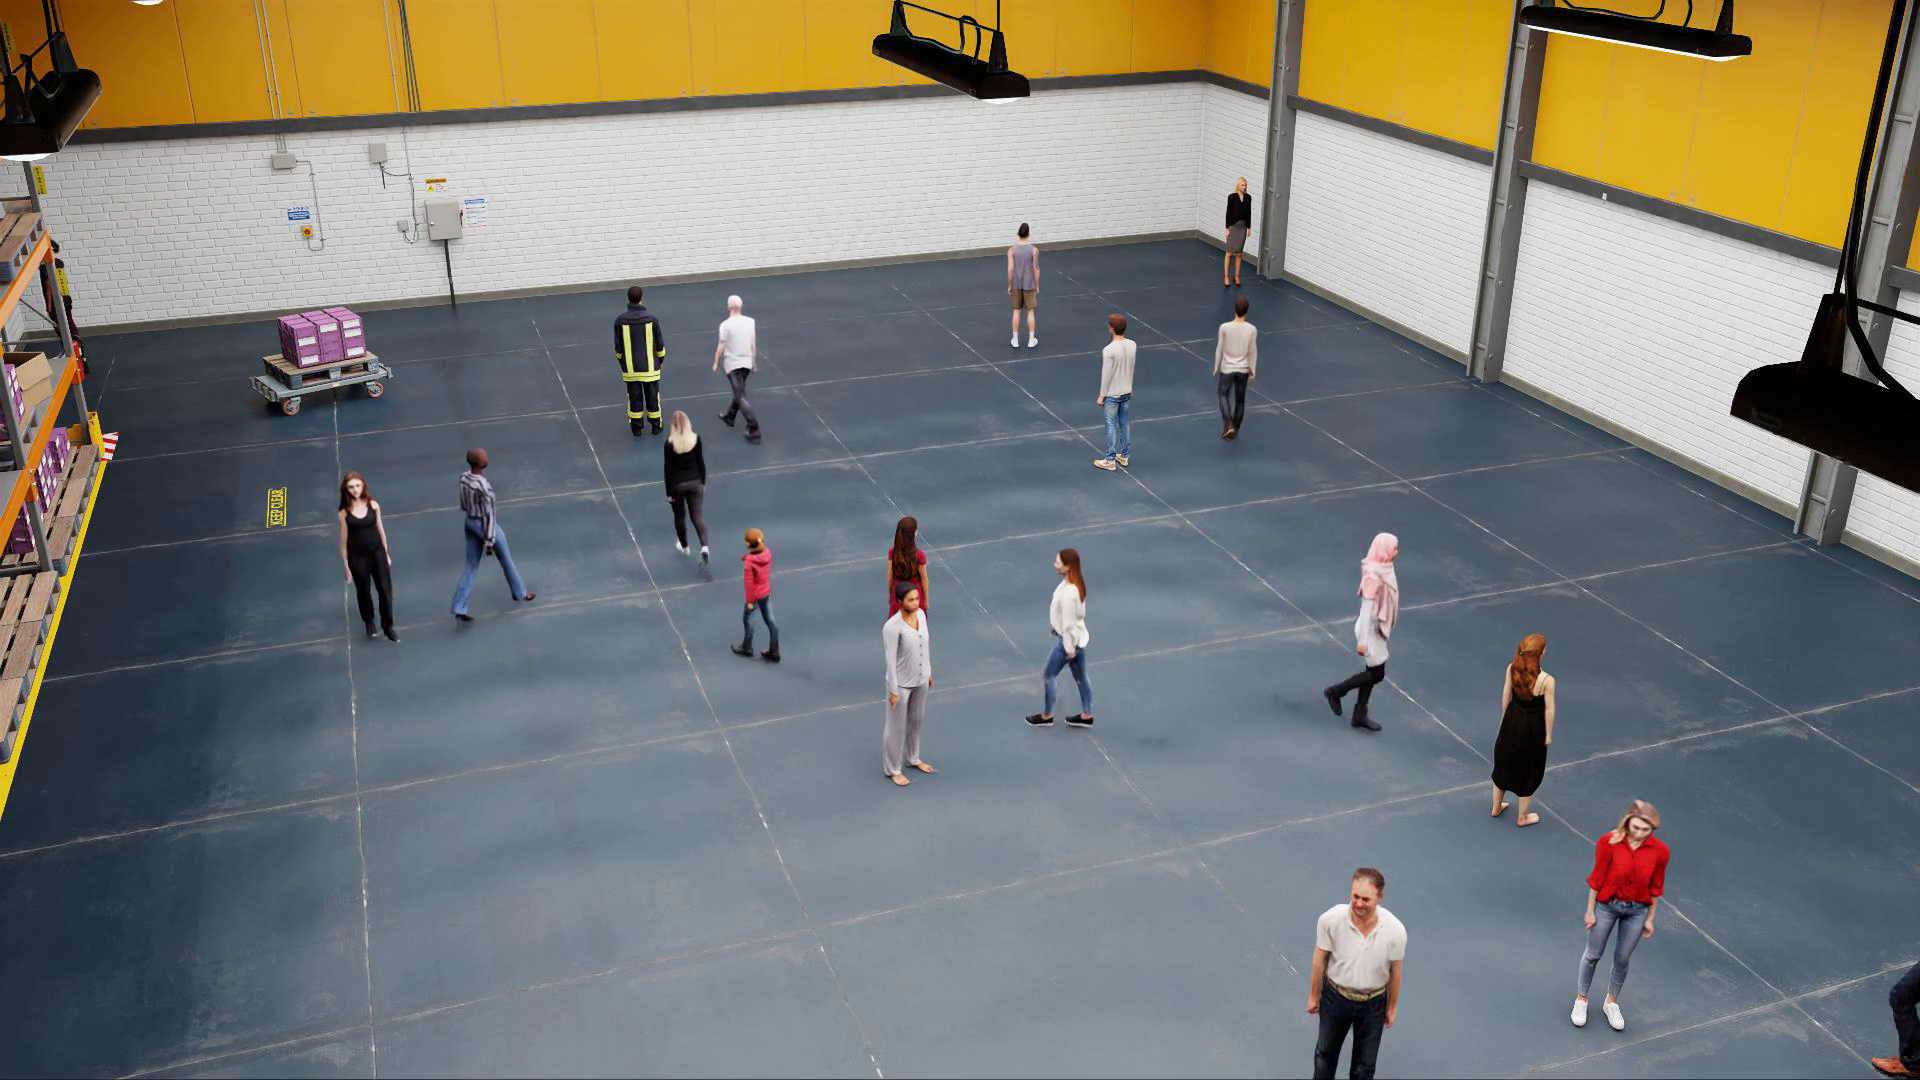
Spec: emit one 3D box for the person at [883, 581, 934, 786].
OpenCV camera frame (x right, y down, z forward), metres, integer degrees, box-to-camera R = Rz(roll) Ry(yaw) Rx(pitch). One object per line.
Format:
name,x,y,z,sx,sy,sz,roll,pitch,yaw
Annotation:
person,-0.433,1.124,13.495,0.696,1.736,0.708,19,30,37

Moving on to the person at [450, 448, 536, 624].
person,-4.695,-0.006,16.071,1.181,1.743,1.128,16,28,32

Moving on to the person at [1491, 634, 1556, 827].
person,4.357,1.456,12.873,0.630,1.625,0.716,22,32,40

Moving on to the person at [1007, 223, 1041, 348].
person,0.929,-3.753,24.458,0.719,1.847,0.729,3,24,6

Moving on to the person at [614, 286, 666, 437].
person,-4.038,-2.269,21.017,0.824,1.928,0.729,-4,24,-9

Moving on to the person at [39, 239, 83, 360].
person,-13.022,-3.492,23.991,0.761,1.786,0.648,1,24,2

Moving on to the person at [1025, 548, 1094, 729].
person,1.025,0.864,14.169,0.918,1.671,0.883,7,24,15

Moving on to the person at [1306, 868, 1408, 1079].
person,2.327,2.685,9.778,0.741,1.853,0.791,10,25,21

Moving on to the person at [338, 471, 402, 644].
person,-5.667,0.128,15.788,0.738,1.723,0.884,-15,28,-31

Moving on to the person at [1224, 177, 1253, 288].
person,4.591,-5.118,27.641,0.614,1.842,0.557,-6,24,-14

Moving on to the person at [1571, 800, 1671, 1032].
person,4.237,2.375,10.673,0.693,1.704,0.698,5,24,10

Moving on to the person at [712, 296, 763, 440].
person,-2.736,-2.124,20.864,1.315,1.784,1.046,22,32,40

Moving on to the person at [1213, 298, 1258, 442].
person,3.418,-2.076,20.666,0.858,1.856,0.951,1,24,3

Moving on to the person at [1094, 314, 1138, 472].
person,1.883,-1.770,19.913,0.730,1.898,0.685,-17,29,-33

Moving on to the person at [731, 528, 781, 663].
person,-1.810,0.533,15.392,0.832,1.299,0.741,16,28,32

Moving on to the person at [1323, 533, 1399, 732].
person,3.427,0.785,14.210,0.948,1.784,0.886,13,27,27

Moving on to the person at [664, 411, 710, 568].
person,-2.829,-0.506,17.314,0.704,1.663,1.097,-12,26,-25

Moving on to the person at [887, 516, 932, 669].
person,-0.479,0.513,15.120,0.679,1.553,0.738,6,24,14
